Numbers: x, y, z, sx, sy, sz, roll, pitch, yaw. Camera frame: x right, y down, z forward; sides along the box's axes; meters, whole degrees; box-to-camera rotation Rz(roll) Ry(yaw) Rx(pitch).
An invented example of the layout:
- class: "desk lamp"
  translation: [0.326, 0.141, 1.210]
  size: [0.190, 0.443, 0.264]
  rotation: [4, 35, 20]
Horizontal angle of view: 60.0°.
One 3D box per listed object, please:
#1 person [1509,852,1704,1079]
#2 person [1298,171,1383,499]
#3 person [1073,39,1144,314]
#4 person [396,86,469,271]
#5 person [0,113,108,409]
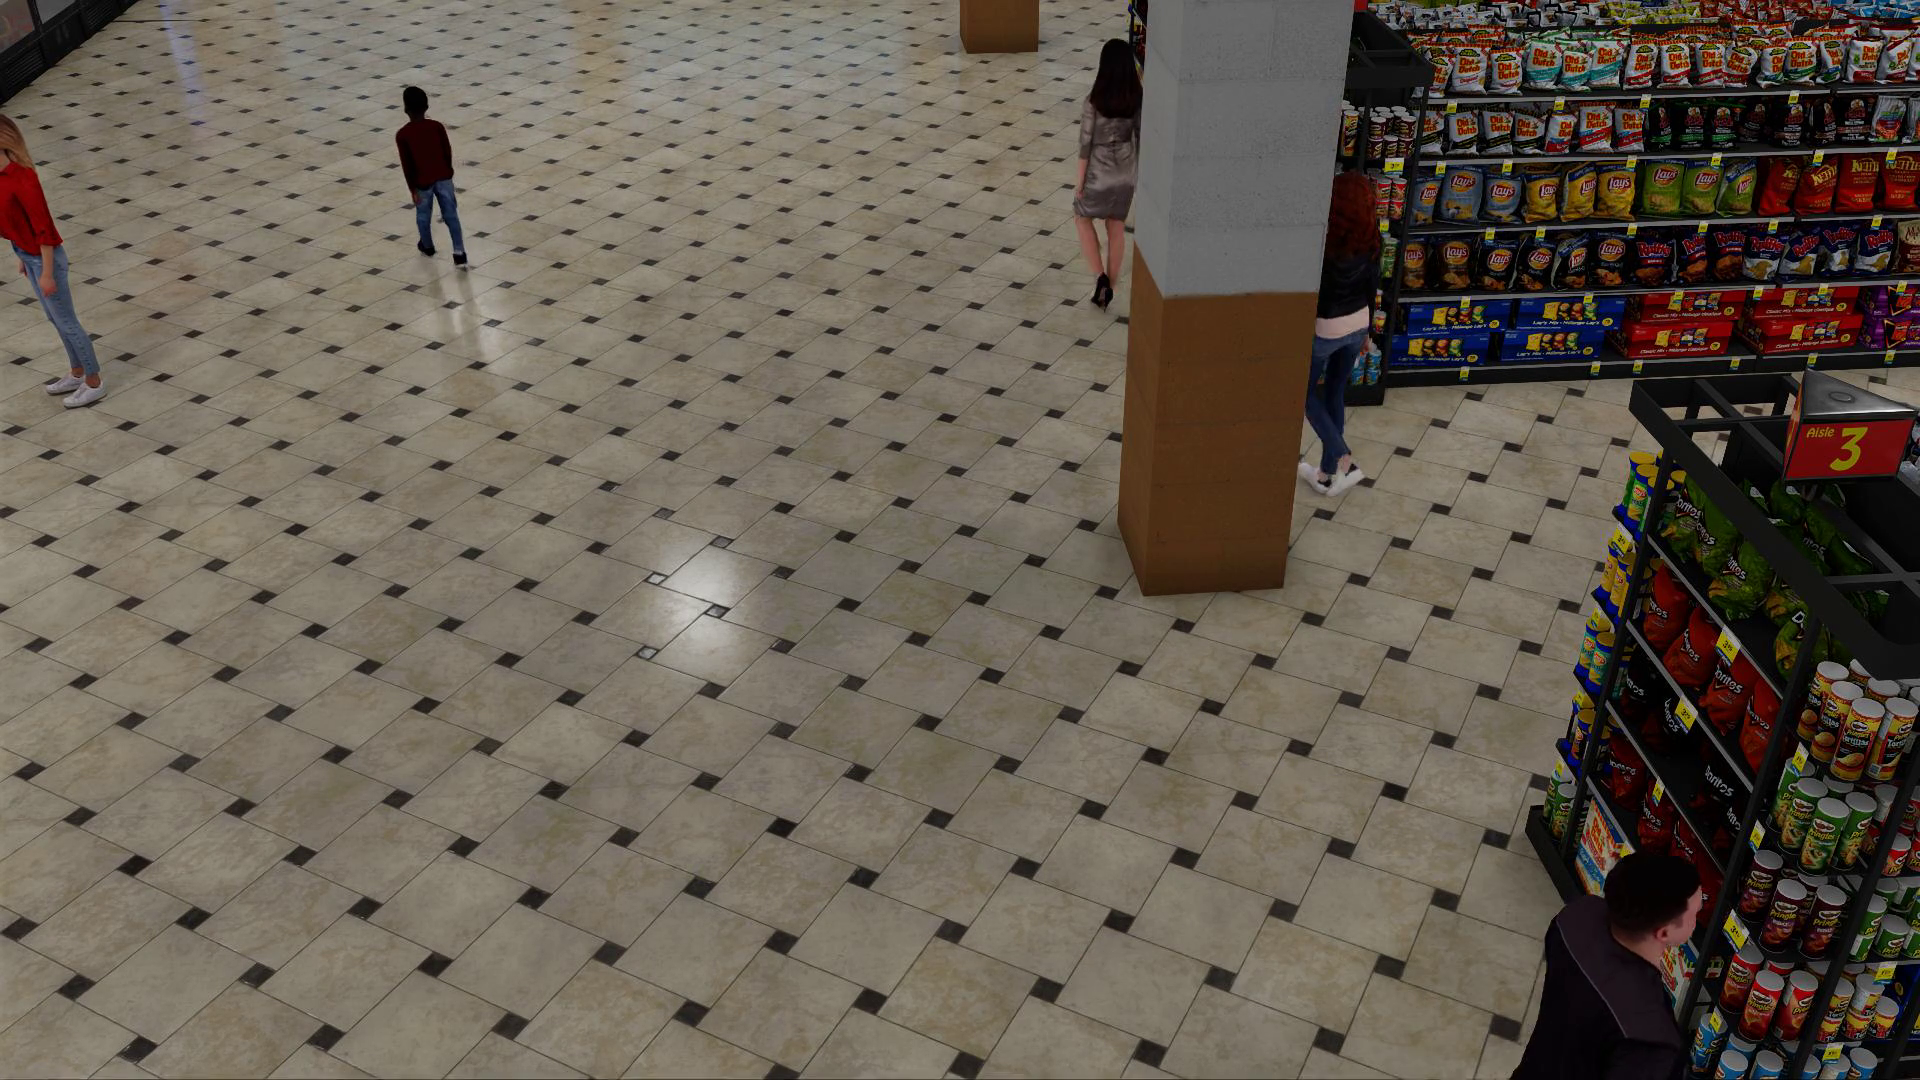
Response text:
- class: "person"
  translation: [1.508, 1.542, 4.299]
  size: [1.169, 1.794, 0.742]
  rotation: [-3, 32, -4]
- class: "person"
  translation: [1.912, -0.944, 8.316]
  size: [0.856, 1.772, 0.809]
  rotation: [-12, 34, -18]
- class: "person"
  translation: [0.957, -2.223, 10.406]
  size: [0.608, 1.735, 0.731]
  rotation: [-8, 33, -13]
- class: "person"
  translation: [-3.522, -2.404, 11.164]
  size: [0.883, 1.242, 0.787]
  rotation: [-16, 35, -24]
- class: "person"
  translation: [-5.187, -1.577, 9.397]
  size: [0.713, 1.704, 0.684]
  rotation: [-26, 40, -35]
